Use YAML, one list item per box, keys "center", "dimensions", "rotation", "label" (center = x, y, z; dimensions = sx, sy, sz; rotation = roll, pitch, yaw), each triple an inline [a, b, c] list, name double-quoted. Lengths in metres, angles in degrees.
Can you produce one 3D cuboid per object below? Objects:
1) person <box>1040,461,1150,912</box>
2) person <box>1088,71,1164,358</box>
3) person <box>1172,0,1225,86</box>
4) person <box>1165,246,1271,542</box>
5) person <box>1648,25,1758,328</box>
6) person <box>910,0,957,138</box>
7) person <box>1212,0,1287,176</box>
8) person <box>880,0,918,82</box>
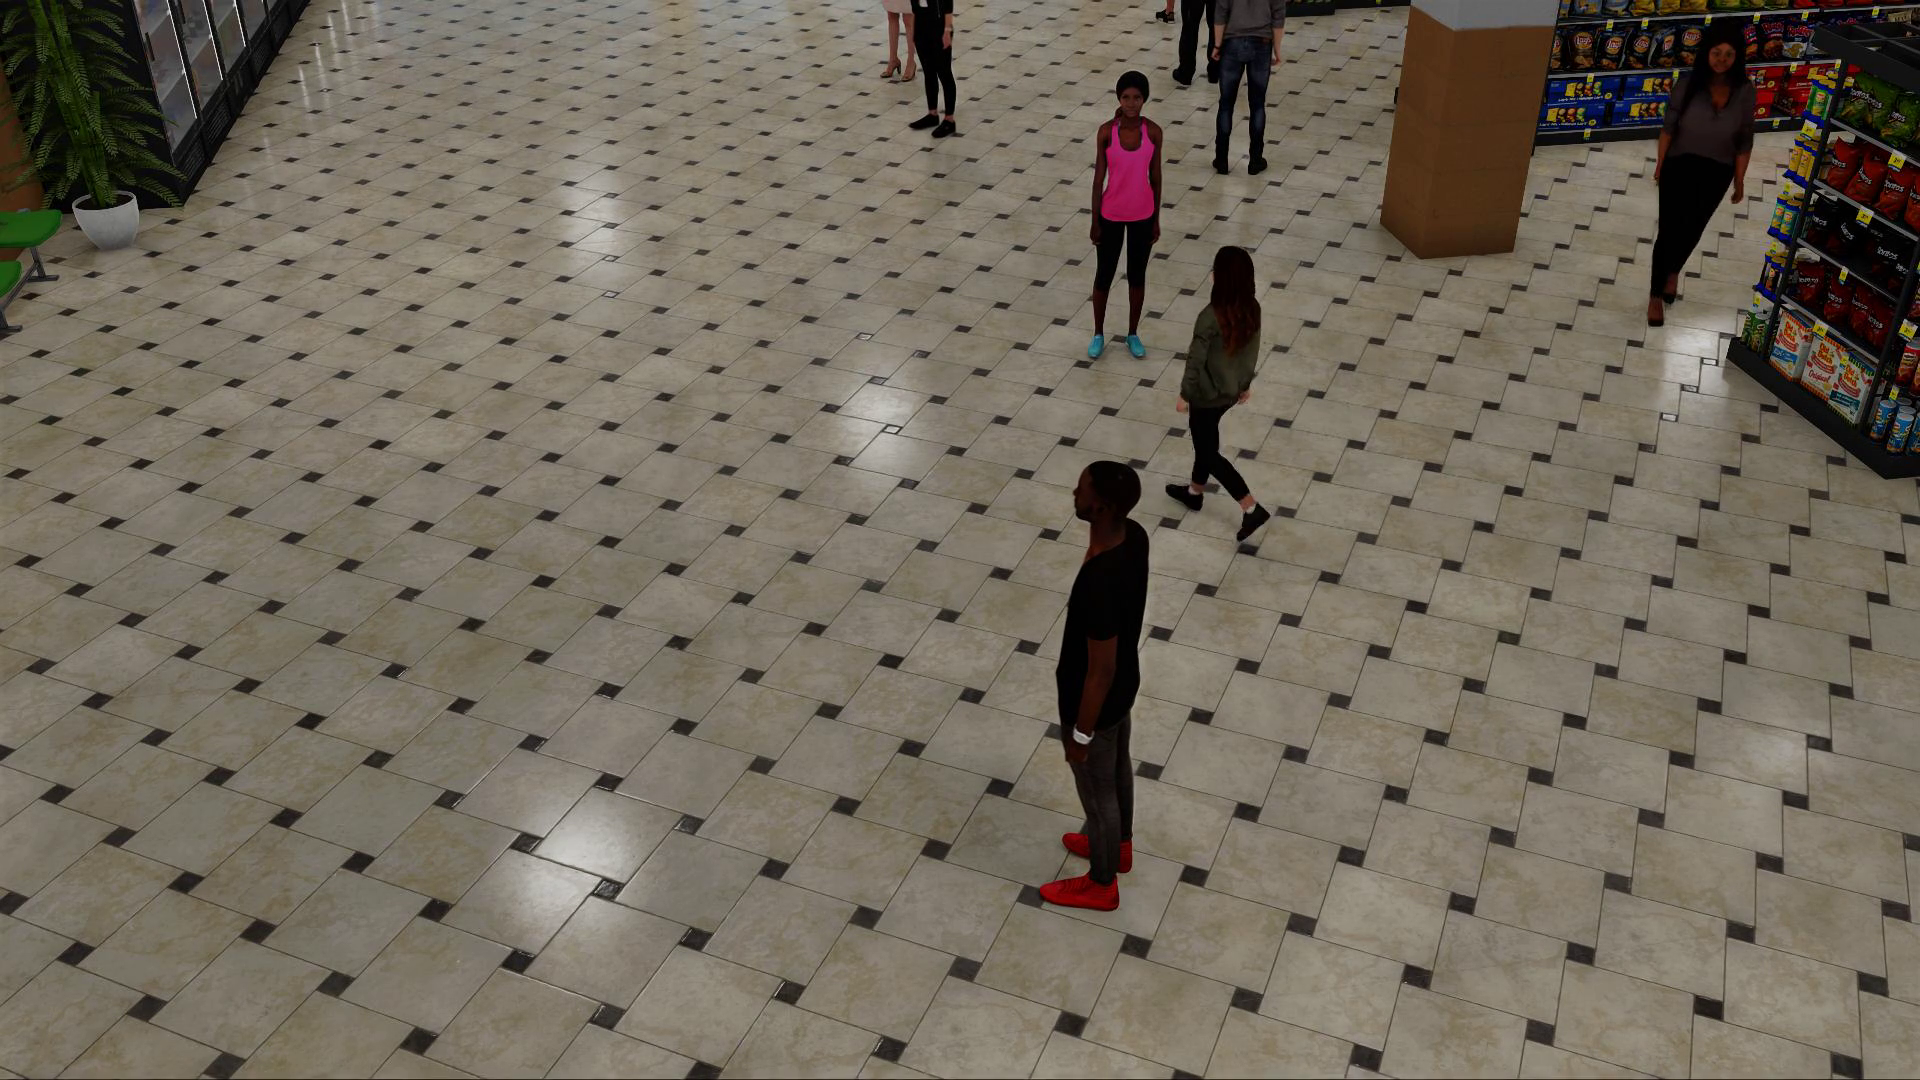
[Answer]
- center: [0.499, 0.524, 5.792]
  dimensions: [0.705, 1.804, 0.721]
  rotation: [11, 33, 16]
  label: "person"
- center: [0.975, -1.897, 9.759]
  dimensions: [0.529, 1.723, 0.662]
  rotation: [-1, 32, -1]
  label: "person"
- center: [2.141, -4.913, 14.497]
  dimensions: [0.488, 1.839, 0.772]
  rotation: [-5, 32, -7]
  label: "person"
- center: [1.293, -0.687, 8.068]
  dimensions: [0.967, 1.455, 0.965]
  rotation: [27, 41, 36]
  label: "person"
- center: [4.528, -2.254, 10.259]
  dimensions: [1.130, 1.801, 1.013]
  rotation: [7, 33, 11]
  label: "person"
- center: [-0.197, -4.131, 13.362]
  dimensions: [0.704, 1.710, 0.681]
  rotation: [-27, 41, -36]
  label: "person"
- center: [2.155, -3.699, 12.485]
  dimensions: [0.657, 1.904, 0.816]
  rotation: [6, 32, 9]
  label: "person"
- center: [-0.530, -4.935, 14.630]
  dimensions: [0.687, 1.735, 0.749]
  rotation: [20, 37, 29]
  label: "person"
